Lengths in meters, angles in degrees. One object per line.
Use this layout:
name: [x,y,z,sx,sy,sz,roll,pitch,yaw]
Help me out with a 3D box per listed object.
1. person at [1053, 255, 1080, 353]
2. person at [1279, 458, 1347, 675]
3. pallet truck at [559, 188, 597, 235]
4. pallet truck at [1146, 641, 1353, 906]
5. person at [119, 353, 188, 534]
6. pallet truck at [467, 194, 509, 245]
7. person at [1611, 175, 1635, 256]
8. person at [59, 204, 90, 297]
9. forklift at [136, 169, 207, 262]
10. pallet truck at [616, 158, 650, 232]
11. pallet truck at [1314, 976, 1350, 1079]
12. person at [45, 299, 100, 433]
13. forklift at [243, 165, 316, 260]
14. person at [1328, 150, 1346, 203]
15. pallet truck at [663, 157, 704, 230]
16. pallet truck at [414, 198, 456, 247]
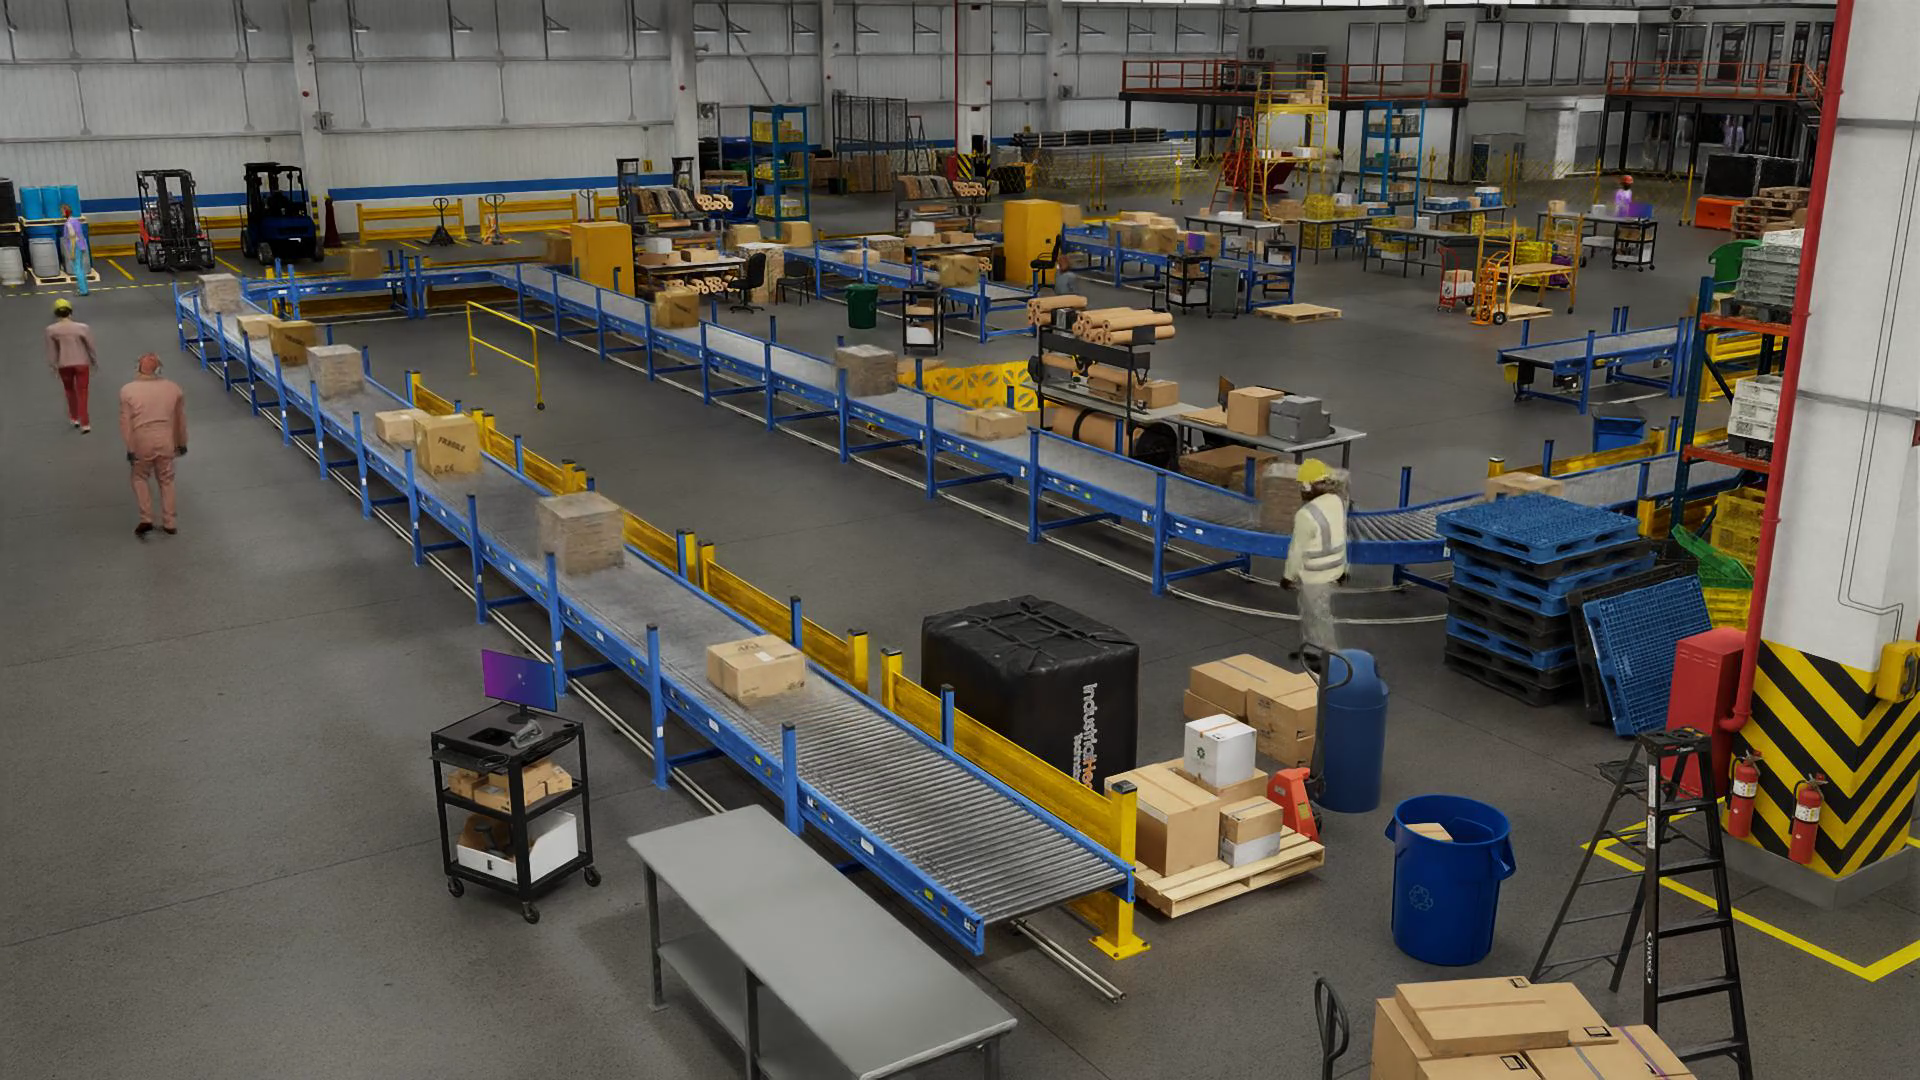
person: [1.759,-3.879,27.292,0.630,1.611,0.502,-13,21,-37]
person: [2.796,0.234,13.283,0.646,1.791,0.594,11,20,33]
pallet truck: [-10.010,-8.652,43.699,0.653,1.274,1.630,-10,20,-31]
pallet truck: [1.664,1.407,10.232,1.630,1.274,0.653,-10,20,-31]
person: [-8.316,-0.991,17.248,0.663,1.867,0.487,-14,22,-39]
pallet truck: [-11.983,-8.177,42.137,0.704,1.261,1.522,-11,20,-33]
person: [15.705,-7.690,39.449,0.555,1.923,0.442,-10,19,-29]
person: [-17.692,-5.803,33.295,0.373,1.839,0.570,-6,18,-18]
forklift: [-17.842,-7.318,37.559,1.157,1.987,2.680,-10,20,-31]
pallet truck: [-8.918,-9.176,44.255,0.823,1.965,1.885,-9,19,-27]
pallet truck: [2.299,2.390,7.086,1.601,1.201,0.680,-2,17,-7]
person: [-11.611,-2.298,21.810,0.539,1.735,0.772,-5,17,-16]
forklift: [-15.898,-7.669,38.708,1.157,1.987,2.680,-11,20,-33]
person: [11.751,-11.246,51.646,0.493,1.706,0.865,-13,21,-36]
pallet truck: [-7.586,-9.308,44.692,0.823,1.965,1.885,-11,20,-33]
pallet truck: [-13.250,-8.060,41.856,0.680,1.201,1.601,-10,20,-31]
